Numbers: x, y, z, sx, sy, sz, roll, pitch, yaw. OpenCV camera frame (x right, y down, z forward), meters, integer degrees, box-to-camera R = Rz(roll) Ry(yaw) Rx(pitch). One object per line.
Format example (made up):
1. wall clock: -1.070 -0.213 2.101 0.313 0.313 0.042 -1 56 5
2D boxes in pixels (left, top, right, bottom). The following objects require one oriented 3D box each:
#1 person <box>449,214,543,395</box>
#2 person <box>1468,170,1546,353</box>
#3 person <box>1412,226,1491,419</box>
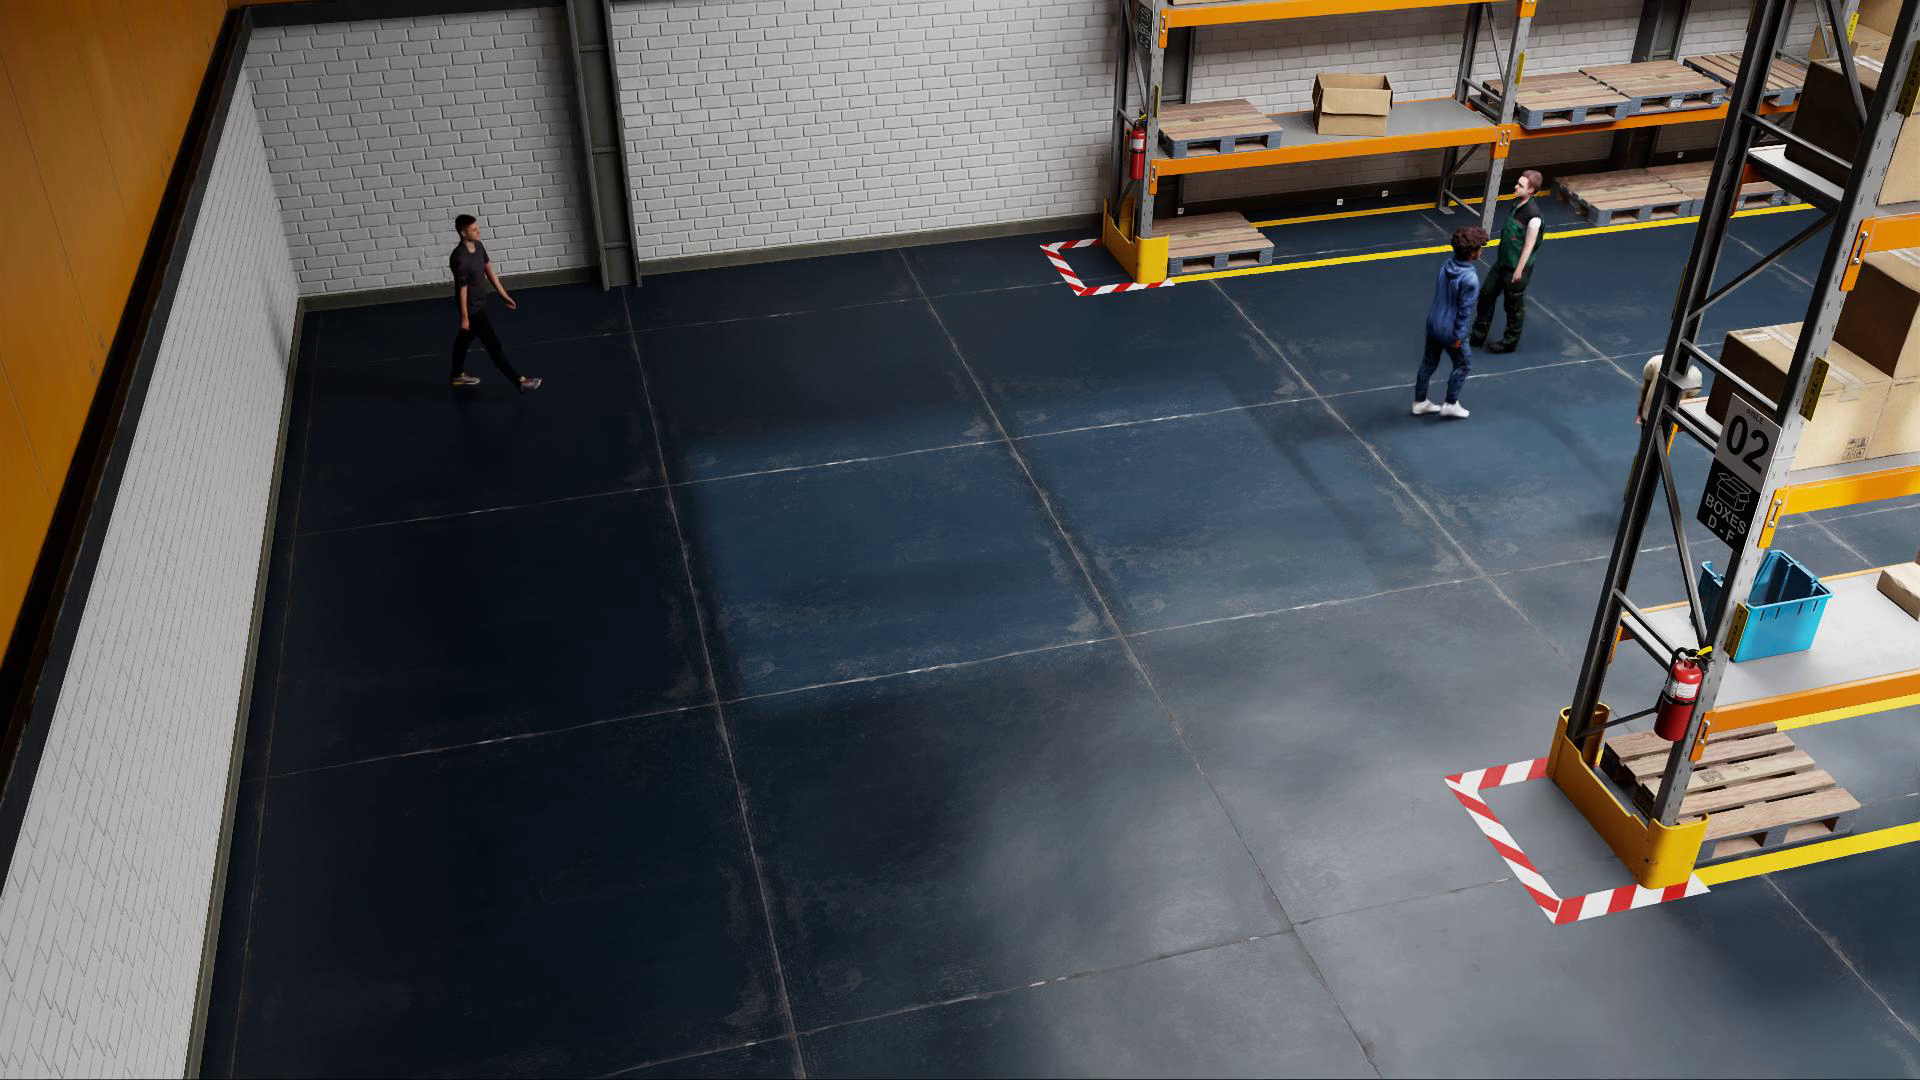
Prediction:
1. person: -4.454 -2.083 14.958 1.242 1.704 0.902 2 34 3
2. person: 5.278 -2.595 15.617 0.864 1.828 0.726 -4 34 -5
3. person: 4.203 -1.876 14.569 0.706 1.791 0.711 -12 36 -18
